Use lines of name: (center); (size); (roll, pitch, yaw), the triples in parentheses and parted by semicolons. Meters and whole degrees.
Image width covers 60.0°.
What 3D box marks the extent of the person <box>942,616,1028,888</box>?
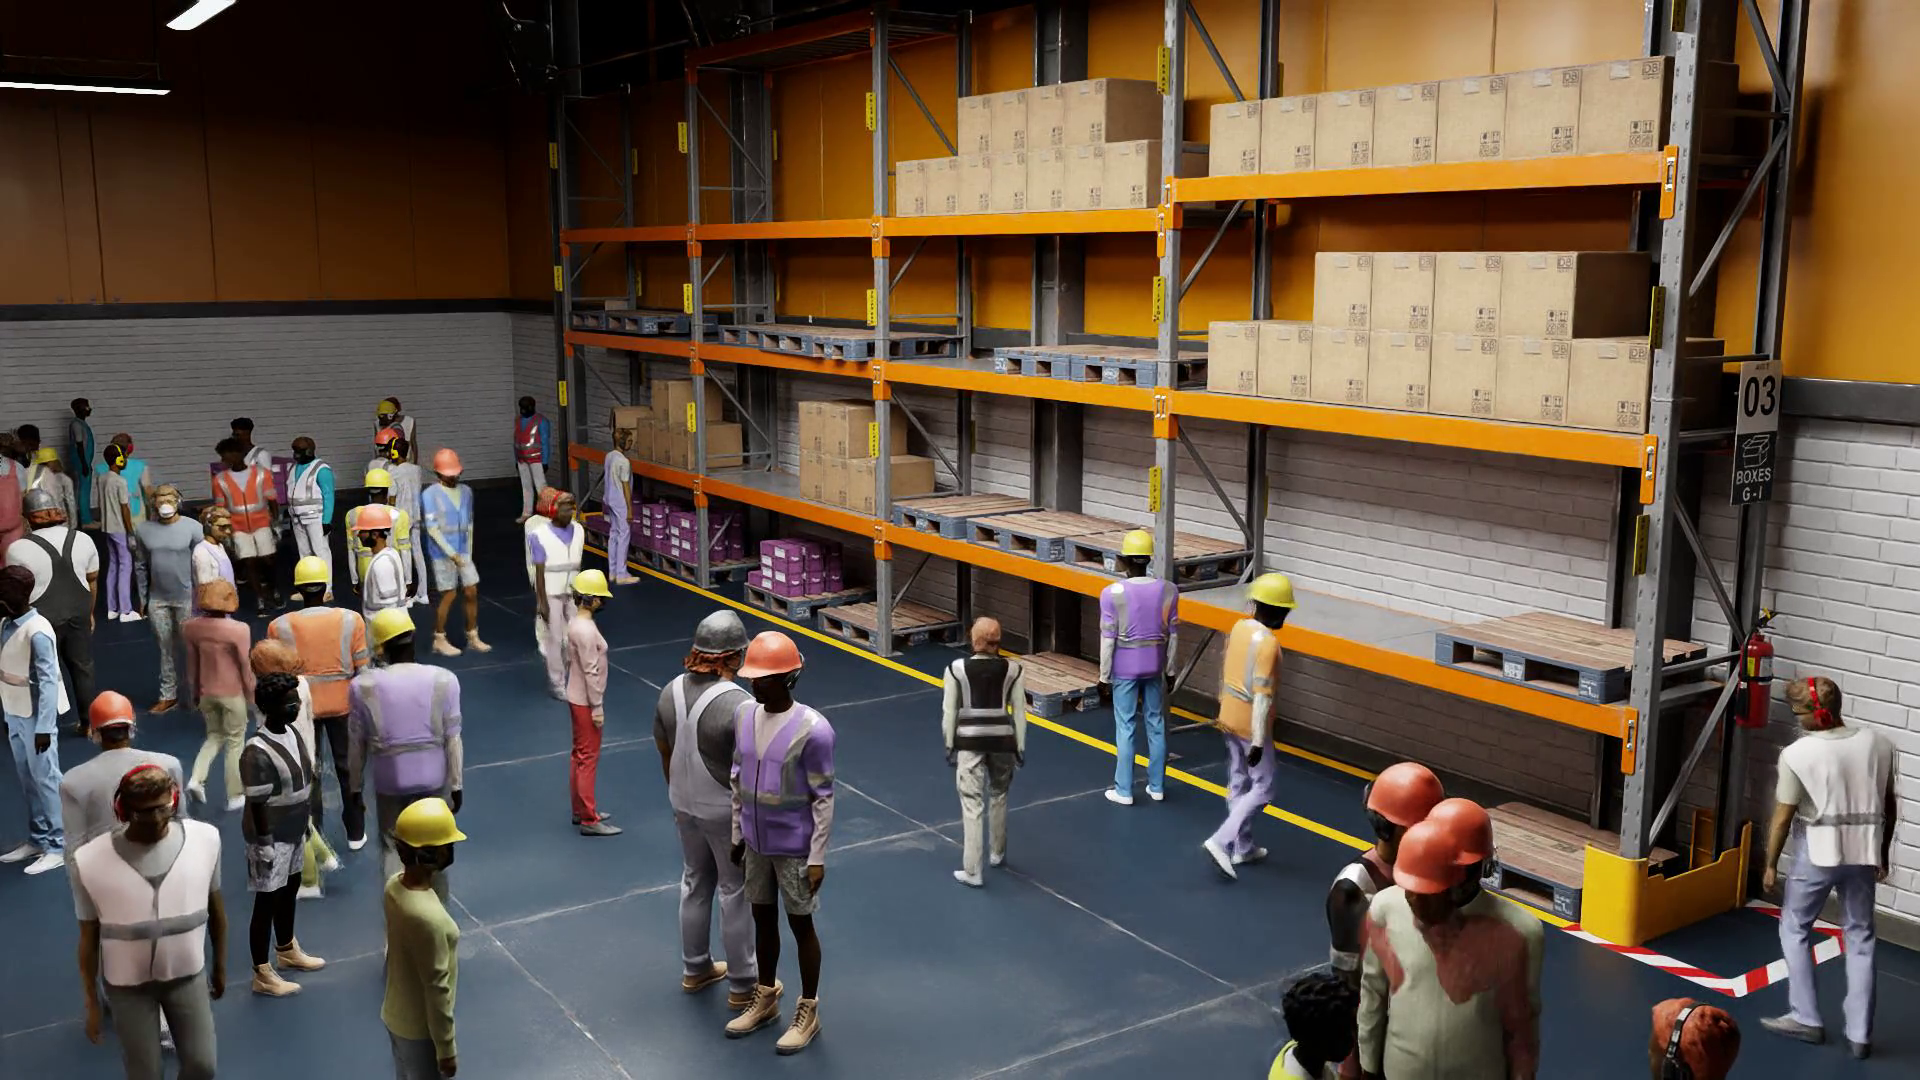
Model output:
person: (0.156, 1.287, 10.195); (0.518, 1.589, 0.599); (-1, 10, -7)

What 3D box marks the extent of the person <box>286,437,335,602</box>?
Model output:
person: (-7.170, -0.223, 18.317); (0.637, 1.840, 0.429); (5, 11, 29)

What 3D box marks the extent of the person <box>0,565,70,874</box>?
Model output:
person: (-5.774, 1.096, 10.338); (0.593, 1.921, 0.388); (8, 12, 39)

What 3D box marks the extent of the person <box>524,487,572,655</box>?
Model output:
person: (-3.912, 0.293, 15.925); (0.507, 1.623, 0.285); (-8, 13, -40)

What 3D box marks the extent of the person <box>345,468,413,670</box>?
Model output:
person: (-5.200, 0.313, 14.959); (0.583, 1.918, 0.407); (1, 10, 4)

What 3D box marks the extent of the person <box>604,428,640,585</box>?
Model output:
person: (-3.942, -0.393, 19.340); (0.353, 1.835, 0.518); (-7, 12, -37)

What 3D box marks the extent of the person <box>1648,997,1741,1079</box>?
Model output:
person: (1.922, 2.124, 4.425); (0.573, 1.880, 0.359); (-6, 11, -31)

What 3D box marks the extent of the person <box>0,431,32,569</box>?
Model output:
person: (-10.140, -0.190, 17.536); (0.702, 2.000, 0.536); (-9, 13, -44)

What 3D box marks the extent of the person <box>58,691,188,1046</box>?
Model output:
person: (-4.059, 1.585, 8.137); (0.569, 1.701, 0.922); (-6, 11, -32)

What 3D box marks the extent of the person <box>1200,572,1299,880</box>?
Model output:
person: (1.737, 1.130, 10.213); (0.564, 1.902, 0.577); (-4, 10, -23)

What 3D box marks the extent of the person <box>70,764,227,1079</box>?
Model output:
person: (-3.250, 1.762, 6.712); (0.561, 1.823, 0.481); (-7, 12, -35)

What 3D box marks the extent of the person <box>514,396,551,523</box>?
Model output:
person: (-6.108, -1.136, 23.685); (0.630, 1.842, 0.430); (5, 11, 29)

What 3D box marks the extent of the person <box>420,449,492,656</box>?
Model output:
person: (-4.770, 0.134, 15.763); (0.553, 2.002, 0.621); (6, 11, 32)

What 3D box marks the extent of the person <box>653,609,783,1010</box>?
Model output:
person: (-1.188, 1.348, 8.503); (0.689, 2.000, 0.537); (8, 12, 38)

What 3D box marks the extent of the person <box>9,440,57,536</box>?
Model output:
person: (-10.105, -0.169, 18.021); (0.640, 1.829, 0.451); (-2, 10, -9)

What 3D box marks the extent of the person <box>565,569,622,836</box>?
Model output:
person: (-2.436, 1.065, 10.988); (0.323, 1.764, 0.523); (-4, 10, -22)

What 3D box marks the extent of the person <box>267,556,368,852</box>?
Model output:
person: (-4.059, 1.056, 10.559); (0.594, 1.922, 0.385); (-5, 11, -29)

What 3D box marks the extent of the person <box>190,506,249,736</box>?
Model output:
person: (-5.923, 0.639, 13.263); (0.351, 1.838, 0.507); (-2, 10, -10)

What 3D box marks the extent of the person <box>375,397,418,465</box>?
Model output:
person: (-7.978, -1.116, 23.586); (0.581, 1.831, 0.398); (-2, 10, -9)

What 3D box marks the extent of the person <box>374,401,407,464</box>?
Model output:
person: (-7.886, -1.024, 23.067); (0.403, 1.824, 0.593); (-7, 12, -35)

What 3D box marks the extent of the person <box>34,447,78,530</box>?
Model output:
person: (-9.965, -0.167, 18.298); (0.497, 1.734, 0.339); (2, 10, 13)

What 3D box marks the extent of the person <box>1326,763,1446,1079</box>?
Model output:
person: (1.572, 1.779, 6.030); (0.407, 2.029, 0.612); (9, 13, 44)

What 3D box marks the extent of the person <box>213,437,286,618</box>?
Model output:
person: (-7.512, -0.133, 17.580); (0.662, 1.921, 0.422); (-4, 10, -20)

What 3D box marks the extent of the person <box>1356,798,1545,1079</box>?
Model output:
person: (1.666, 1.844, 5.725); (0.608, 1.996, 0.382); (3, 10, 19)

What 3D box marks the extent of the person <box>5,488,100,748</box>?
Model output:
person: (-7.084, 0.592, 12.940); (0.536, 2.000, 0.676); (6, 12, 33)

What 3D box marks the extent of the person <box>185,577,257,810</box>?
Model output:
person: (-5.060, 1.068, 11.379); (0.500, 1.625, 0.409); (3, 10, 16)

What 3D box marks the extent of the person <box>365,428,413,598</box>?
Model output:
person: (-6.277, -0.263, 18.300); (0.543, 1.929, 0.387); (8, 12, 38)

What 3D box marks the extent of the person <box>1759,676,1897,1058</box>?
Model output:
person: (4.198, 1.558, 7.958); (0.623, 1.806, 0.437); (0, 10, 0)

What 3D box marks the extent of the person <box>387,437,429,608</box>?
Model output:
person: (-6.031, -0.189, 18.072); (0.333, 1.860, 0.510); (5, 11, 25)

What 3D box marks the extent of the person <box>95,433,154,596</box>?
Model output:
person: (-9.321, -0.273, 18.602); (0.565, 1.846, 0.388); (-2, 10, -10)

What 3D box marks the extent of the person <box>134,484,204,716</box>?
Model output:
person: (-6.515, 0.498, 13.791); (0.635, 1.939, 0.361); (0, 10, 3)

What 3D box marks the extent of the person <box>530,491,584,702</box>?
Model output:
person: (-3.416, 0.482, 14.217); (0.450, 1.824, 0.561); (8, 12, 38)

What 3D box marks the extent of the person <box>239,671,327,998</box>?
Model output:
person: (-3.526, 1.505, 8.622); (0.322, 1.692, 0.534); (1, 10, 3)

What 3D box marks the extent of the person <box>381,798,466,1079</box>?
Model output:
person: (-2.037, 1.849, 6.395); (0.341, 1.760, 0.525); (-6, 11, -32)

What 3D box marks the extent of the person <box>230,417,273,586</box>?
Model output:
person: (-8.229, -0.449, 19.267); (0.614, 1.964, 0.361); (5, 11, 25)

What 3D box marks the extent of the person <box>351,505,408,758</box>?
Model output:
person: (-4.385, 0.695, 12.641); (0.377, 1.938, 0.547); (-3, 10, -16)

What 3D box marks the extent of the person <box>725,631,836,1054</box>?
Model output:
person: (-0.879, 1.437, 7.977); (0.605, 2.044, 0.374); (7, 12, 35)

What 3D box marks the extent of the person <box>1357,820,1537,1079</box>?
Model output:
person: (1.615, 1.878, 5.742); (0.650, 1.935, 0.857); (8, 13, 40)

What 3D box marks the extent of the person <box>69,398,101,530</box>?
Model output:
person: (-12.222, -1.064, 23.239); (0.345, 1.846, 0.506); (-4, 11, -24)

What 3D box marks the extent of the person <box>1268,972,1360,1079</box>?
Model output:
person: (1.056, 2.110, 5.100); (0.375, 1.680, 0.547); (2, 10, 9)

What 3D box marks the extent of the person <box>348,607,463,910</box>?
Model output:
person: (-3.017, 1.321, 9.103); (0.613, 1.889, 0.690); (-4, 11, -23)

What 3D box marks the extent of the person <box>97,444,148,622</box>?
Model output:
person: (-8.790, -0.074, 17.389); (0.511, 1.862, 0.326); (7, 12, 35)

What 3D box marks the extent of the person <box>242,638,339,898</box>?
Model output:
person: (-3.966, 1.350, 9.745); (0.358, 1.617, 0.512); (0, 10, 3)

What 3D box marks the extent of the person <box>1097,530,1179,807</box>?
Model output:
person: (1.223, 0.887, 11.548); (0.593, 1.924, 0.381); (-3, 10, -19)
